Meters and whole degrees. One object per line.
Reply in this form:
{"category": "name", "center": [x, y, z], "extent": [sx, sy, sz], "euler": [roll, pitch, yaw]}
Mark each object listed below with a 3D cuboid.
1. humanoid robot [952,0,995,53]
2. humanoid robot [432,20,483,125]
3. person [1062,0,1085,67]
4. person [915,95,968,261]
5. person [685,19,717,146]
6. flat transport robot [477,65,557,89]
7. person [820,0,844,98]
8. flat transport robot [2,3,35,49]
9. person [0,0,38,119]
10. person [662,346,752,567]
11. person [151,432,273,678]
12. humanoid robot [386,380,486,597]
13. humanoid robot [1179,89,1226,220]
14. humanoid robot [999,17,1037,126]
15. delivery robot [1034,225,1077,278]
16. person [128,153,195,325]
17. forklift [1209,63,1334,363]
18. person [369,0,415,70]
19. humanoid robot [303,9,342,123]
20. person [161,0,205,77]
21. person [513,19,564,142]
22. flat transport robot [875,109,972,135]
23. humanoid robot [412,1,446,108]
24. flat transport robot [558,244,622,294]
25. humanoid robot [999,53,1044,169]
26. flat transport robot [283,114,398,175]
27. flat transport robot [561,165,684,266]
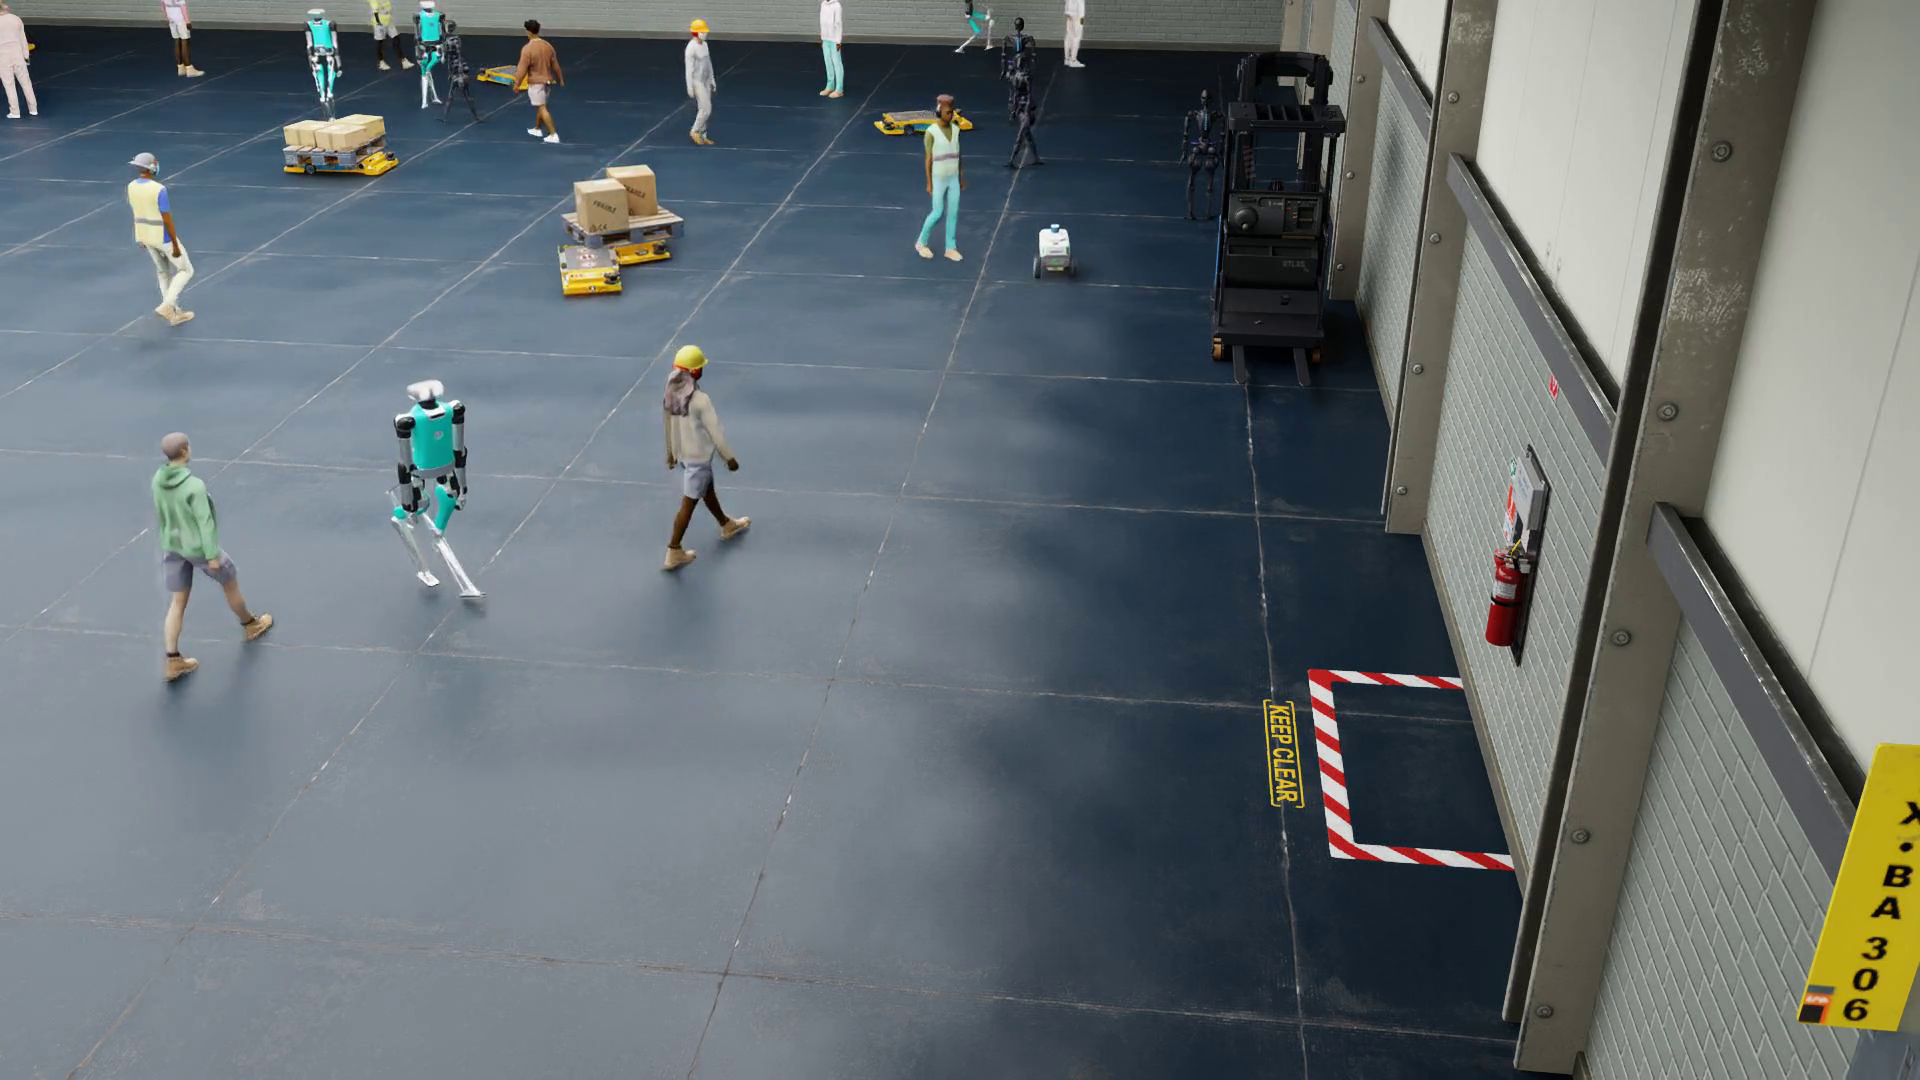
{"category": "humanoid robot", "center": [0.370, -10.142, 31.807], "extent": [1.028, 1.763, 0.535], "euler": [0, 27, -1]}
{"category": "humanoid robot", "center": [-8.013, -7.375, 26.334], "extent": [0.771, 1.626, 0.600], "euler": [-18, 32, -32]}
{"category": "person", "center": [2.077, -9.707, 30.725], "extent": [0.393, 1.873, 0.542], "euler": [-21, 33, -36]}
{"category": "person", "center": [-0.200, -4.320, 19.873], "extent": [0.558, 1.958, 0.515], "euler": [-20, 33, -35]}
{"category": "person", "center": [-3.895, -6.899, 25.122], "extent": [0.438, 1.881, 0.568], "euler": [9, 28, 17]}
{"category": "flat transport robot", "center": [-7.881, -8.224, 29.557], "extent": [1.431, 0.231, 0.659], "euler": [21, 33, 35]}
{"category": "person", "center": [-2.182, -8.523, 28.332], "extent": [0.372, 1.912, 0.491], "euler": [-22, 34, -37]}
{"category": "flat transport robot", "center": [-18.773, -9.516, 32.136], "extent": [0.659, 0.231, 1.431], "euler": [17, 31, 31]}
{"category": "person", "center": [-15.367, -7.793, 26.865], "extent": [0.413, 1.913, 0.641], "euler": [20, 33, 34]}
{"category": "person", "center": [-2.022, -0.677, 12.873], "extent": [0.913, 1.716, 0.539], "euler": [-22, 34, -37]}
{"category": "person", "center": [-5.277, 0.066, 11.424], "extent": [0.481, 1.687, 0.941], "euler": [8, 28, 15]}
{"category": "humanoid robot", "center": [-3.927, -0.375, 12.239], "extent": [0.915, 1.761, 0.553], "euler": [23, 35, 38]}
{"category": "humanoid robot", "center": [3.144, -4.971, 21.492], "extent": [0.612, 1.640, 0.396], "euler": [0, 27, 0]}
{"category": "humanoid robot", "center": [0.921, -7.433, 26.390], "extent": [0.599, 1.657, 0.315], "euler": [3, 27, 6]}
{"category": "delivery robot", "center": [1.117, -3.418, 19.635], "extent": [0.499, 0.587, 0.782], "euler": [0, 27, 1]}
{"category": "person", "center": [-8.516, -3.171, 17.679], "extent": [0.527, 1.881, 0.488], "euler": [9, 28, 18]}
{"category": "forklift", "center": [3.241, -3.477, 17.183], "extent": [1.129, 2.768, 1.873], "euler": [3, 27, 6]}
{"category": "person", "center": [-10.419, -9.423, 30.373], "extent": [0.768, 1.666, 0.550], "euler": [10, 28, 19]}
{"category": "humanoid robot", "center": [-10.155, -7.463, 26.440], "extent": [0.539, 1.810, 0.765], "euler": [1, 27, 2]}
{"category": "person", "center": [-14.028, -9.388, 29.906], "extent": [0.613, 2.038, 0.392], "euler": [18, 32, 31]}
{"category": "person", "center": [-6.470, -7.053, 25.496], "extent": [0.860, 1.815, 0.809], "euler": [17, 31, 31]}
{"category": "flat transport robot", "center": [-0.583, -6.622, 26.358], "extent": [1.431, 0.231, 0.659], "euler": [-8, 28, -16]}
{"category": "humanoid robot", "center": [-8.851, -8.077, 27.630], "extent": [0.552, 1.763, 0.818], "euler": [-18, 32, -31]}
{"category": "flat transport robot", "center": [-4.355, -3.196, 19.520], "extent": [0.659, 0.231, 1.431], "euler": [-6, 27, -13]}
{"category": "humanoid robot", "center": [0.891, -6.176, 23.927], "extent": [0.751, 1.624, 0.601], "euler": [-9, 28, -17]}
{"category": "flat transport robot", "center": [-8.950, -5.469, 24.056], "extent": [1.431, 0.231, 0.659], "euler": [3, 27, 6]}
{"category": "flat transport robot", "center": [-4.150, -3.679, 20.482], "extent": [0.659, 0.231, 1.431], "euler": [-15, 30, -27]}
